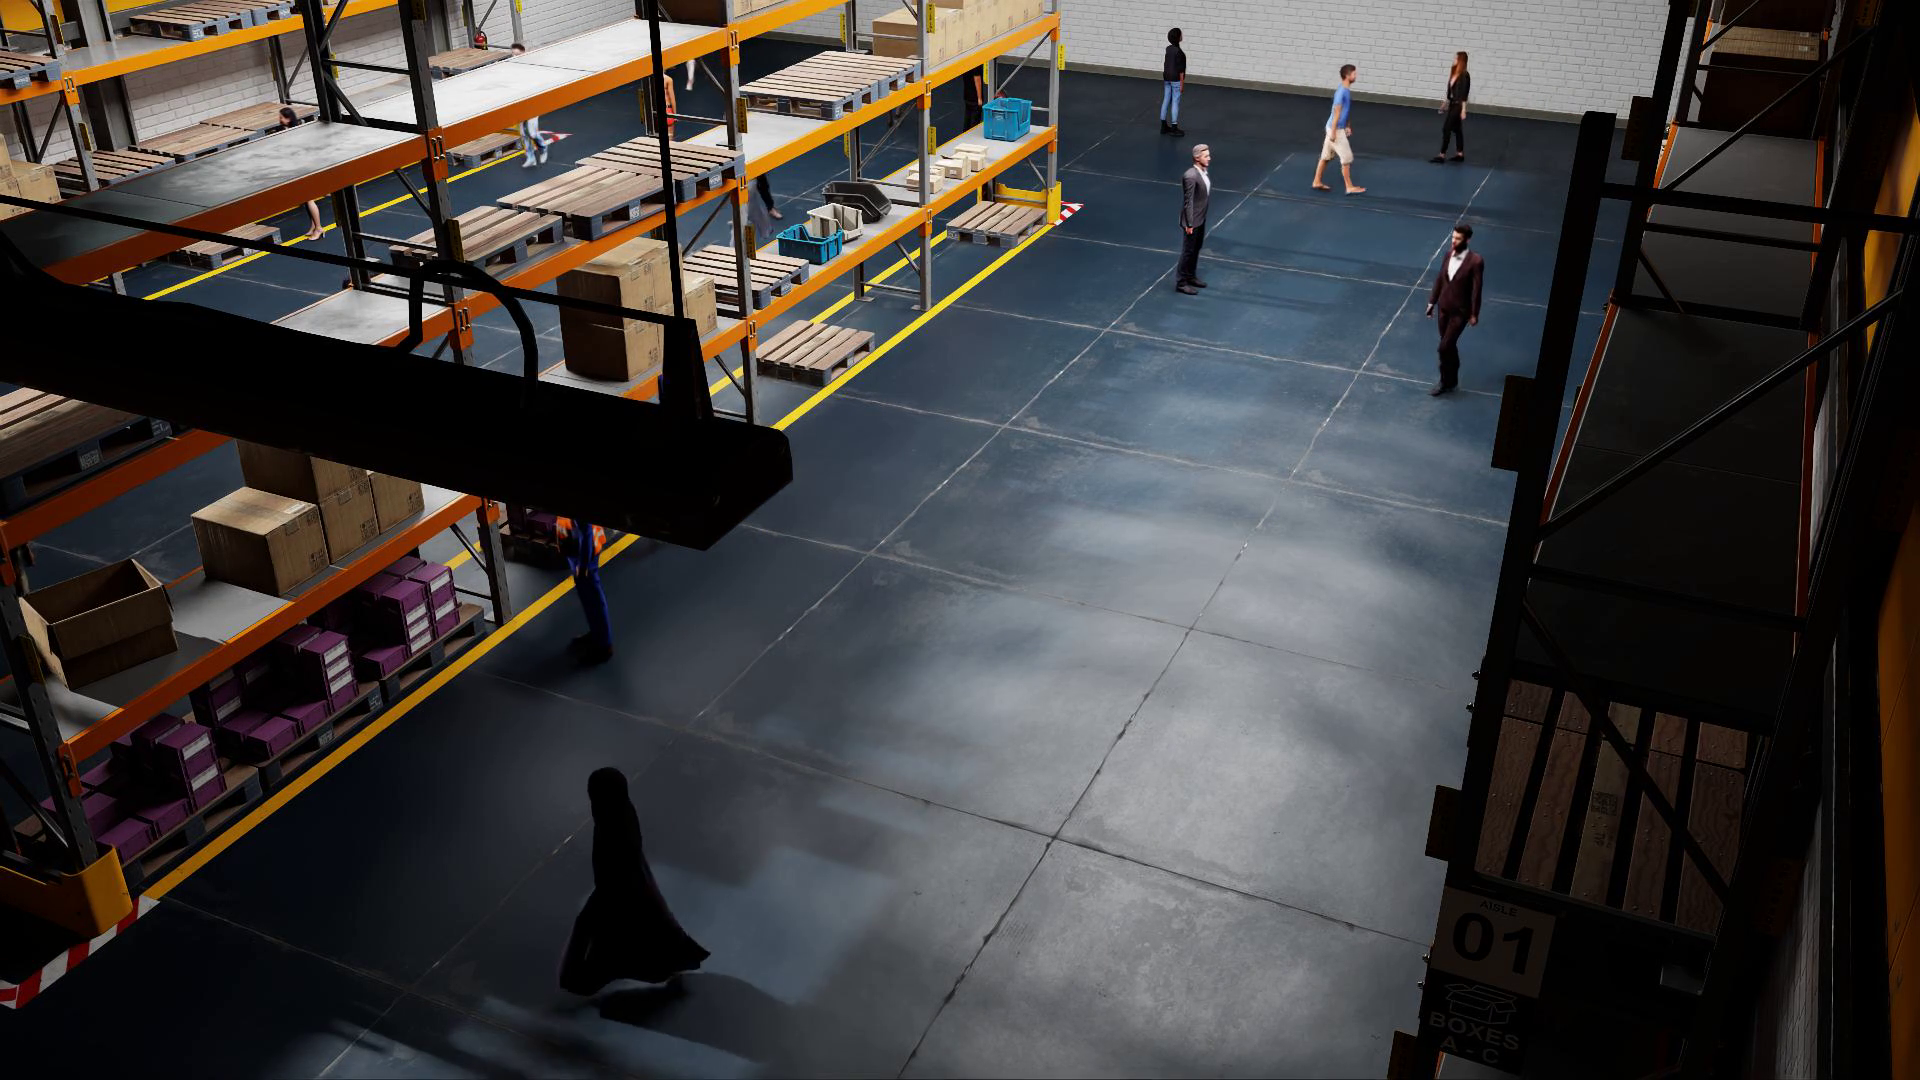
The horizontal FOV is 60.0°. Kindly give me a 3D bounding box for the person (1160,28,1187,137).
[{"bbox_3d":[3.447,-7.403,26.866,0.677,1.702,0.657,-19,34,-31],"label":"person"}]

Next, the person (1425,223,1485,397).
[{"bbox_3d":[5.310,-2.466,17.666,0.923,1.846,0.872,-16,32,-27],"label":"person"}]

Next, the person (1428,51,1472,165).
[{"bbox_3d":[7.678,-6.594,25.393,0.904,1.692,0.913,-1,29,-2],"label":"person"}]

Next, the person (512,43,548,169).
[{"bbox_3d":[-6.535,-6.599,25.237,0.674,1.851,0.732,11,31,20],"label":"person"}]

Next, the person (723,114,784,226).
[{"bbox_3d":[-2.921,-5.220,22.750,0.779,1.811,0.915,10,30,18],"label":"person"}]

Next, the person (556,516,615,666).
[{"bbox_3d":[-2.934,0.090,12.961,0.849,1.864,0.772,-8,30,-14],"label":"person"}]

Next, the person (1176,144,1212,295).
[{"bbox_3d":[2.885,-3.968,20.433,0.746,1.832,0.511,13,31,22],"label":"person"}]

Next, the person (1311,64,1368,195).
[{"bbox_3d":[5.354,-5.931,24.031,0.783,1.833,1.015,9,30,16],"label":"person"}]

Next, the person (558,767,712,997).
[{"bbox_3d":[-1.892,1.990,9.746,1.039,1.606,1.147,-2,29,-4],"label":"person"}]

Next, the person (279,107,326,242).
[{"bbox_3d":[-8.793,-4.878,22.169,0.818,1.769,0.783,-15,32,-26],"label":"person"}]
